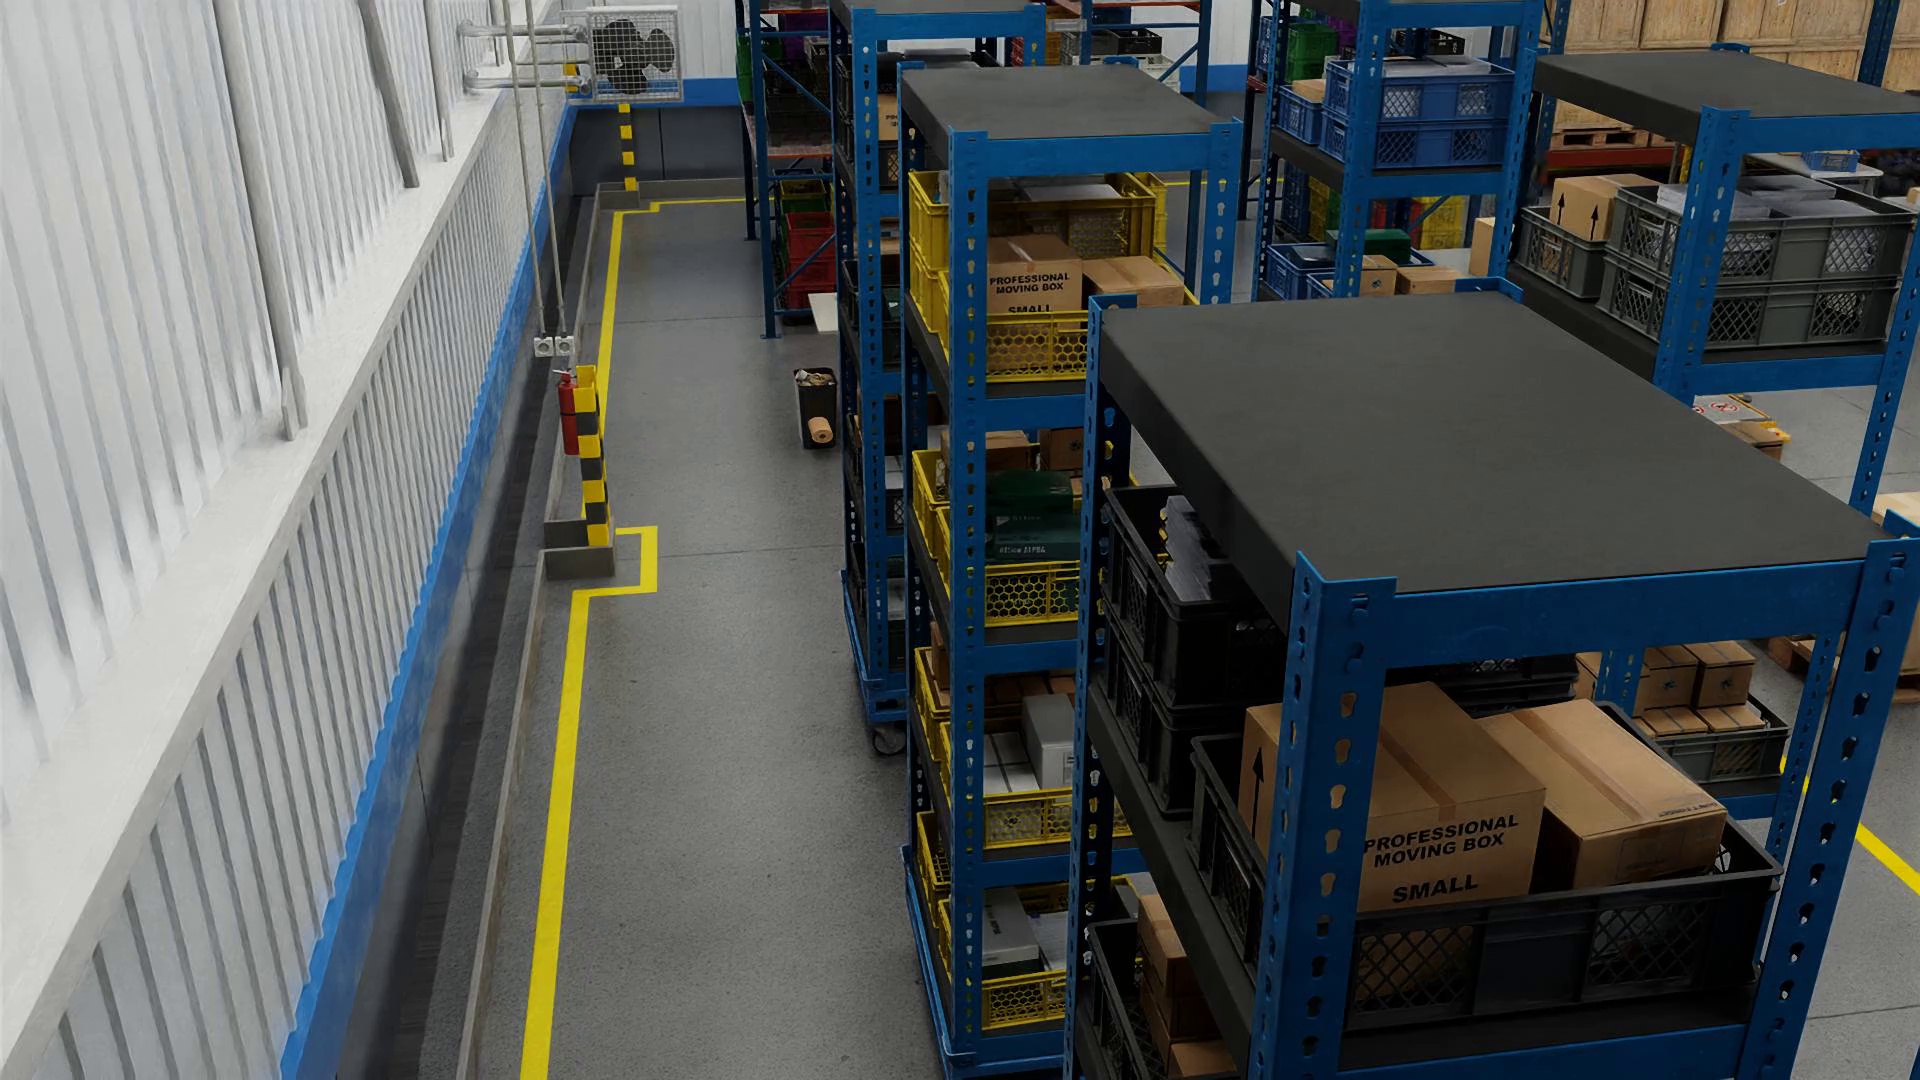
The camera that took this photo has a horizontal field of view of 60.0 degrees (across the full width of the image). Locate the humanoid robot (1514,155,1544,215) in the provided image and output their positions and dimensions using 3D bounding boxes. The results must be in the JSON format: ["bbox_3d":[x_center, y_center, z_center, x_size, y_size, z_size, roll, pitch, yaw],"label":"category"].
[{"bbox_3d":[4.545,-2.377,13.786,0.398,1.646,0.609,10,26,20],"label":"humanoid robot"}]

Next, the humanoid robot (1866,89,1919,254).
[{"bbox_3d":[9.303,-3.653,16.553,0.577,1.644,0.452,-5,25,-11],"label":"humanoid robot"}]

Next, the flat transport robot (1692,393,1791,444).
[{"bbox_3d":[5.224,-0.859,12.132,1.431,0.197,0.652,-4,25,-8],"label":"flat transport robot"}]
